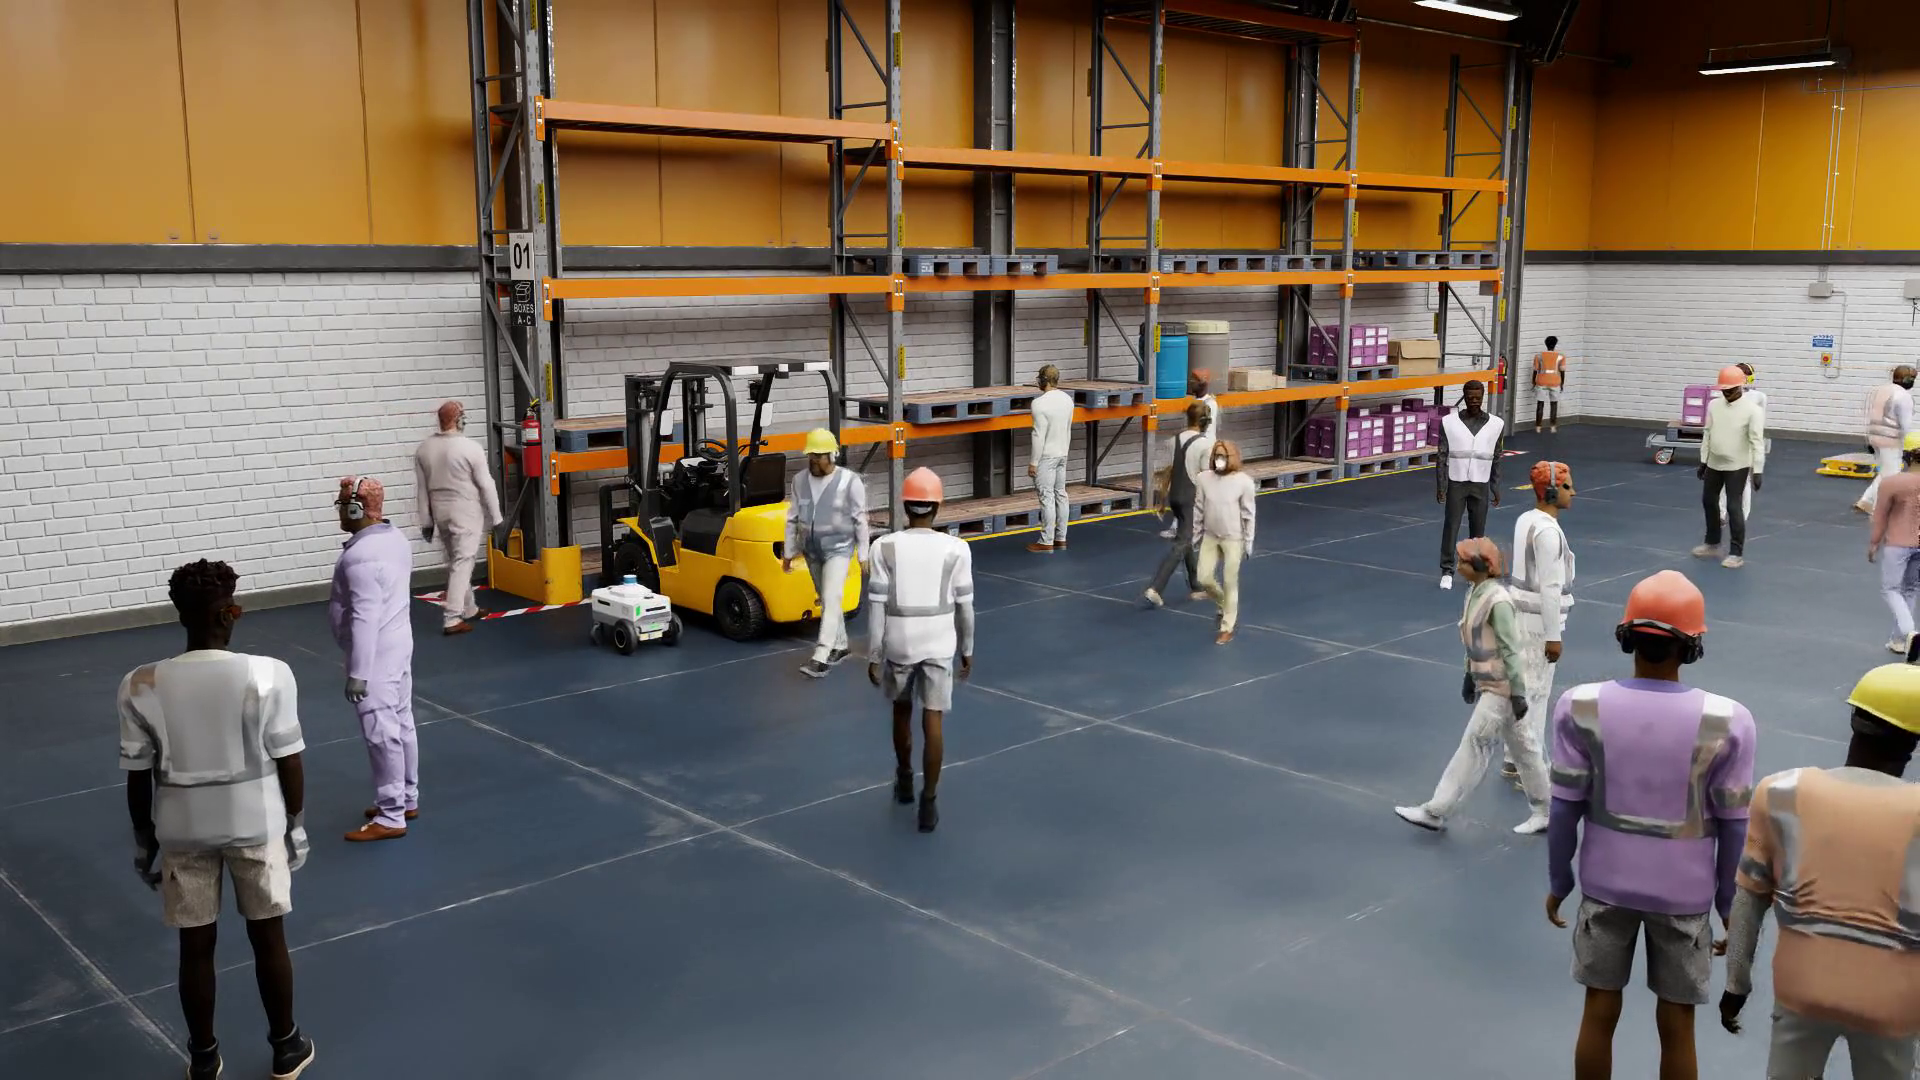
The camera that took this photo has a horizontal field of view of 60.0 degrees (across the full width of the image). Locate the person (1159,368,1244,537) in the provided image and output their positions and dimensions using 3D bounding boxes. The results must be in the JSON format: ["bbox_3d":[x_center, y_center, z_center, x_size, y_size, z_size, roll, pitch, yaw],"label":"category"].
[{"bbox_3d":[2.660,-0.937,17.939,0.926,1.852,0.585,-2,10,-13],"label":"person"}]

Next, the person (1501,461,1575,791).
[{"bbox_3d":[3.308,0.489,9.480,0.353,1.883,0.572,1,10,3],"label":"person"}]

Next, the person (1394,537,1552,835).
[{"bbox_3d":[2.749,0.770,8.691,0.910,1.577,0.521,1,10,6],"label":"person"}]

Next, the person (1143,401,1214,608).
[{"bbox_3d":[1.909,-0.308,14.423,0.890,1.802,0.579,-6,11,-32],"label":"person"}]

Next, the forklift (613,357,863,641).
[{"bbox_3d":[-1.847,-0.414,13.852,1.214,2.155,2.313,-9,13,-42],"label":"forklift"}]

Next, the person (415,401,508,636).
[{"bbox_3d":[-4.047,-0.192,13.520,0.653,1.893,0.678,4,11,25],"label":"person"}]

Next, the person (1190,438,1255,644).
[{"bbox_3d":[2.072,0.001,13.075,0.531,1.620,0.382,6,11,31],"label":"person"}]

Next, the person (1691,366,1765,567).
[{"bbox_3d":[7.587,-0.738,16.425,0.596,1.965,0.816,-5,11,-26],"label":"person"}]

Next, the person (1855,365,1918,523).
[{"bbox_3d":[10.553,-1.079,18.861,0.436,1.820,0.646,1,10,5],"label":"person"}]

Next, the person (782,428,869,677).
[{"bbox_3d":[-1.026,0.089,12.083,0.622,1.788,0.877,5,11,27],"label":"person"}]

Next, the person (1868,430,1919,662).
[{"bbox_3d":[7.137,0.050,12.474,0.528,1.746,0.736,1,10,7],"label":"person"}]

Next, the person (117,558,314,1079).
[{"bbox_3d":[-2.675,1.039,6.020,0.608,1.963,0.374,-3,10,-15],"label":"person"}]

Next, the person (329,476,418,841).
[{"bbox_3d":[-3.072,0.613,8.683,0.399,1.909,0.642,0,10,-1],"label":"person"}]

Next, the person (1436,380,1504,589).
[{"bbox_3d":[4.647,-0.506,15.202,0.592,1.919,0.392,1,10,5],"label":"person"}]

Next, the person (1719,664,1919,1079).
[{"bbox_3d":[2.536,1.289,4.766,0.649,1.897,0.467,7,12,36],"label":"person"}]

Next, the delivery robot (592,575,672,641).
[{"bbox_3d":[-2.561,0.513,12.946,0.477,0.478,0.707,-9,13,-42],"label":"delivery robot"}]

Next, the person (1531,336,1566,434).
[{"bbox_3d":[10.083,-2.658,28.510,0.558,1.678,0.357,4,10,22],"label":"person"}]

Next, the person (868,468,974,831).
[{"bbox_3d":[-0.207,0.554,9.032,0.567,1.900,0.872,0,10,0],"label":"person"}]

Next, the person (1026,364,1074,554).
[{"bbox_3d":[0.911,-0.830,17.037,0.372,1.940,0.631,7,12,36],"label":"person"}]

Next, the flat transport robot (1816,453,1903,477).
[{"bbox_3d":[12.564,-1.050,23.202,1.431,0.197,0.652,-9,13,-42],"label":"flat transport robot"}]

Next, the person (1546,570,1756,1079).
[{"bbox_3d":[2.212,1.109,5.375,0.605,2.045,0.387,5,11,29],"label":"person"}]

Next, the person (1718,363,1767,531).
[{"bbox_3d":[8.621,-1.028,18.415,0.518,1.865,0.323,8,12,38],"label":"person"}]
